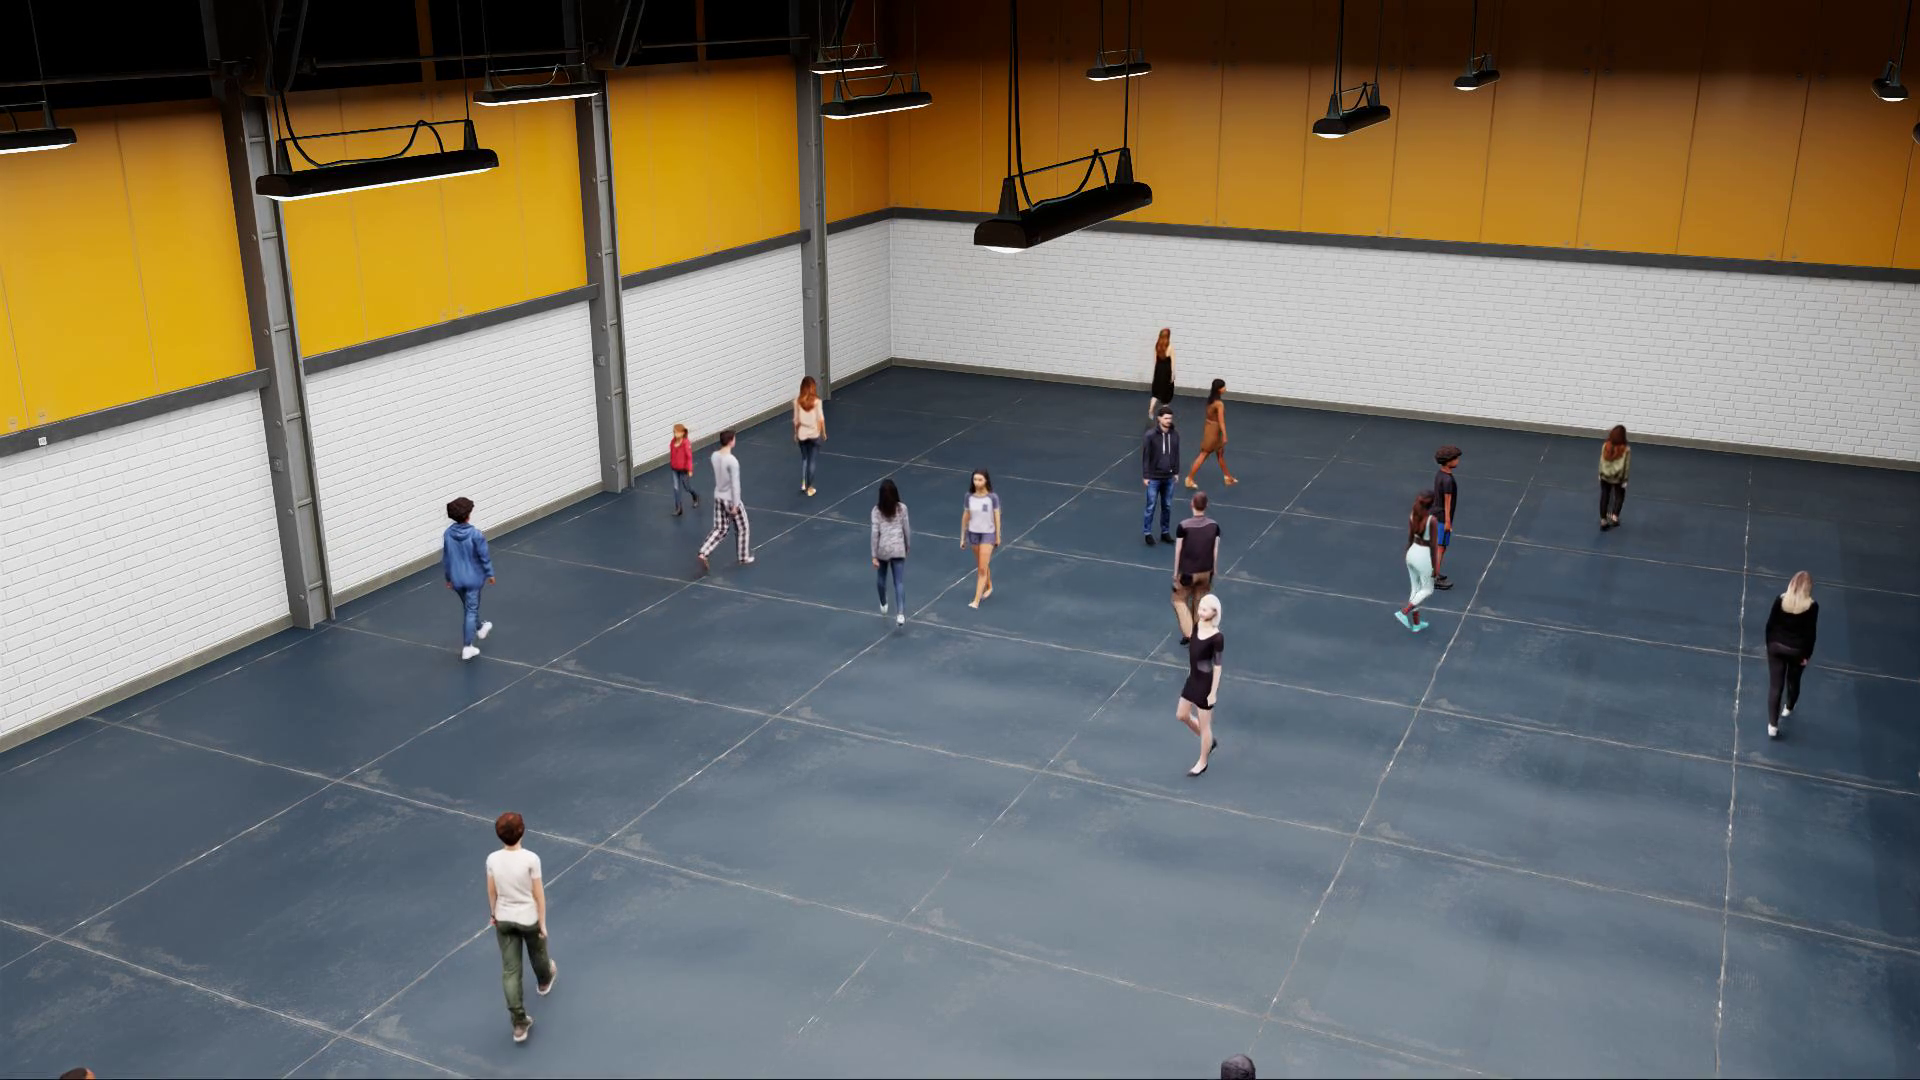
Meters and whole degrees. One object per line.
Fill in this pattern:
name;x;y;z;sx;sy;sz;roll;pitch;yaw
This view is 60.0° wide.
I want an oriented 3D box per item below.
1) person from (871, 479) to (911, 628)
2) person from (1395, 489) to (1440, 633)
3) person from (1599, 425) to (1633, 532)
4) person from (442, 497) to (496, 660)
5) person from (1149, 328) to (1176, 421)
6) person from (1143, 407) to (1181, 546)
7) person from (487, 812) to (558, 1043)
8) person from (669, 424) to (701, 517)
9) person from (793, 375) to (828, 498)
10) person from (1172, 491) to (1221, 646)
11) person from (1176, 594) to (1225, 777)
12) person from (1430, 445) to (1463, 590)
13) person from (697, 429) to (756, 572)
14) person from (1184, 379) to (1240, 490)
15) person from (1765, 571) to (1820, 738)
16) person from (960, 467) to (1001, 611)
person;-0.791;0.177;19.275;1.003;1.694;1.247;-1;19;-4
person;5.205;0.267;18.972;0.918;1.717;0.811;-11;22;-29
person;8.855;-0.831;22.623;0.626;1.467;0.610;13;22;33
person;-5.459;0.450;18.352;0.795;1.764;1.159;5;19;14
person;3.404;-2.779;28.191;0.621;1.606;0.941;11;22;30
person;2.655;-0.866;22.066;0.753;1.889;0.800;-6;20;-17
person;-3.130;2.752;11.745;0.911;1.620;1.155;0;19;-1
person;-3.889;-1.006;23.400;0.514;1.302;0.803;8;20;23
person;-2.197;-1.477;24.050;0.651;1.782;0.643;4;19;12
person;2.637;0.372;18.486;0.852;1.827;0.905;-5;19;-13
person;2.346;1.350;15.592;0.828;1.821;0.772;-11;21;-29
person;5.947;-0.304;20.542;0.750;1.796;0.618;0;19;1
person;-3.009;-0.478;21.029;0.792;1.815;1.138;14;23;36
person;3.622;-1.511;24.369;1.021;1.641;1.082;-3;19;-8
person;8.166;1.151;16.446;0.704;1.653;1.055;11;21;29
person;0.292;-0.047;19.957;0.639;1.683;1.106;7;20;19
